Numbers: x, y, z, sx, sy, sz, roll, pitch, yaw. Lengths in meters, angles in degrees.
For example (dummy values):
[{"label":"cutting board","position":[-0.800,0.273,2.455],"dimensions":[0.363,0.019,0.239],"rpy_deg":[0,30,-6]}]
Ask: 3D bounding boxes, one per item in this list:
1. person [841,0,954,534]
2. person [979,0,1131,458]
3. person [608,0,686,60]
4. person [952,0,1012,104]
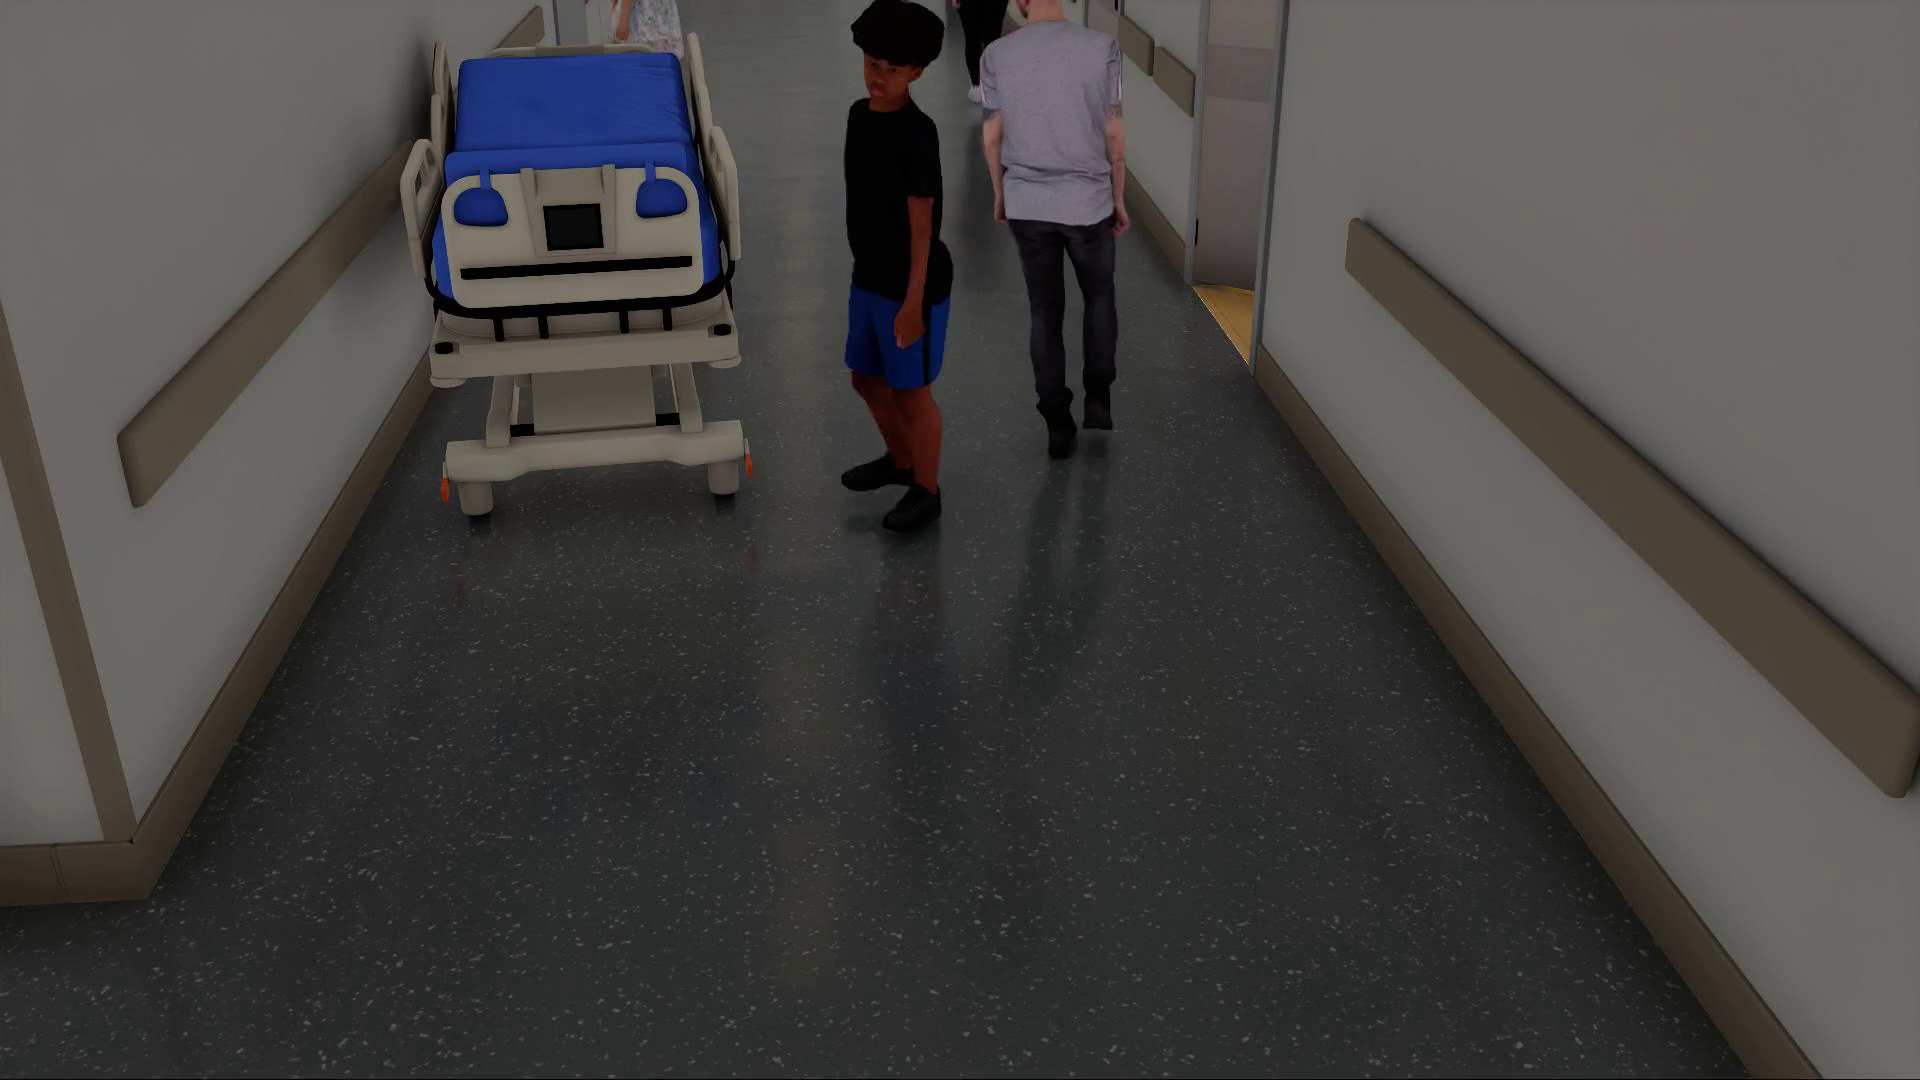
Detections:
[{"label":"person","position":[-0.169,-0.856,5.412],"dimensions":[0.860,1.758,0.853],"rpy_deg":[-9,27,-19]},{"label":"person","position":[0.338,-1.152,5.966],"dimensions":[0.655,1.810,0.828],"rpy_deg":[6,26,11]},{"label":"person","position":[-1.849,-3.207,10.280],"dimensions":[0.726,1.764,0.662],"rpy_deg":[-2,26,-4]},{"label":"person","position":[0.158,-3.899,11.883],"dimensions":[0.951,1.620,0.654],"rpy_deg":[-2,26,-5]}]
